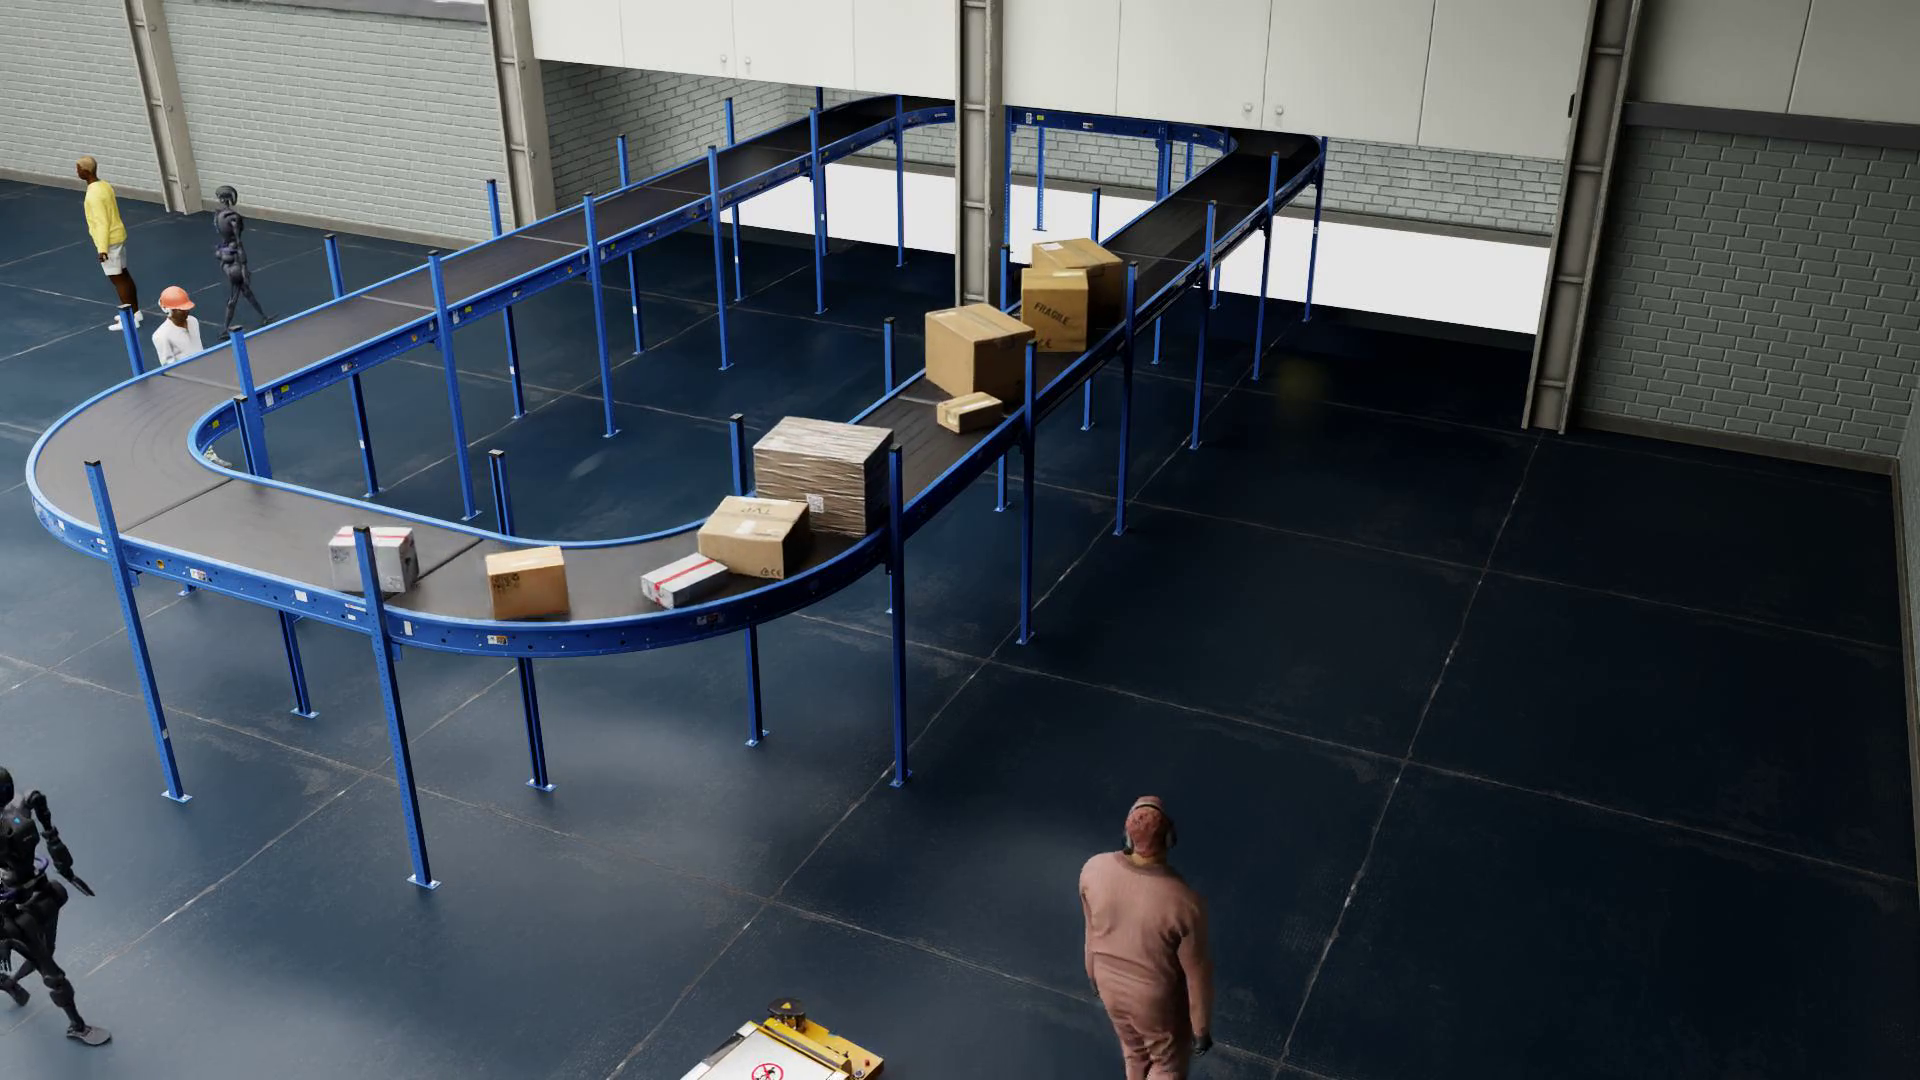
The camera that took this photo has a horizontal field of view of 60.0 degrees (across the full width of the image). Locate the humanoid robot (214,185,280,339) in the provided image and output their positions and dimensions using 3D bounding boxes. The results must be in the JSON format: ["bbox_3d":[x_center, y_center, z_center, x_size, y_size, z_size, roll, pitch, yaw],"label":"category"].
[{"bbox_3d":[-7.833,-3.024,18.019,0.764,1.625,0.609,-20,33,-35],"label":"humanoid robot"}]

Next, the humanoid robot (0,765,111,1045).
[{"bbox_3d":[-4.732,1.794,8.344,0.769,1.651,0.603,7,27,14],"label":"humanoid robot"}]

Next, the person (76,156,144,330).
[{"bbox_3d":[-9.306,-3.248,18.189,0.367,1.897,0.548,-5,27,-10],"label":"person"}]

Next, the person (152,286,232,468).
[{"bbox_3d":[-6.735,-1.383,14.591,0.341,1.749,0.568,4,27,8],"label":"person"}]

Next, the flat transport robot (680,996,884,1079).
[{"bbox_3d":[-1.056,2.758,7.918,0.659,0.231,1.431,17,31,31],"label":"flat transport robot"}]

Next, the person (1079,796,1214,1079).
[{"bbox_3d":[0.782,2.083,7.497,0.707,1.863,0.680,16,31,30],"label":"person"}]
